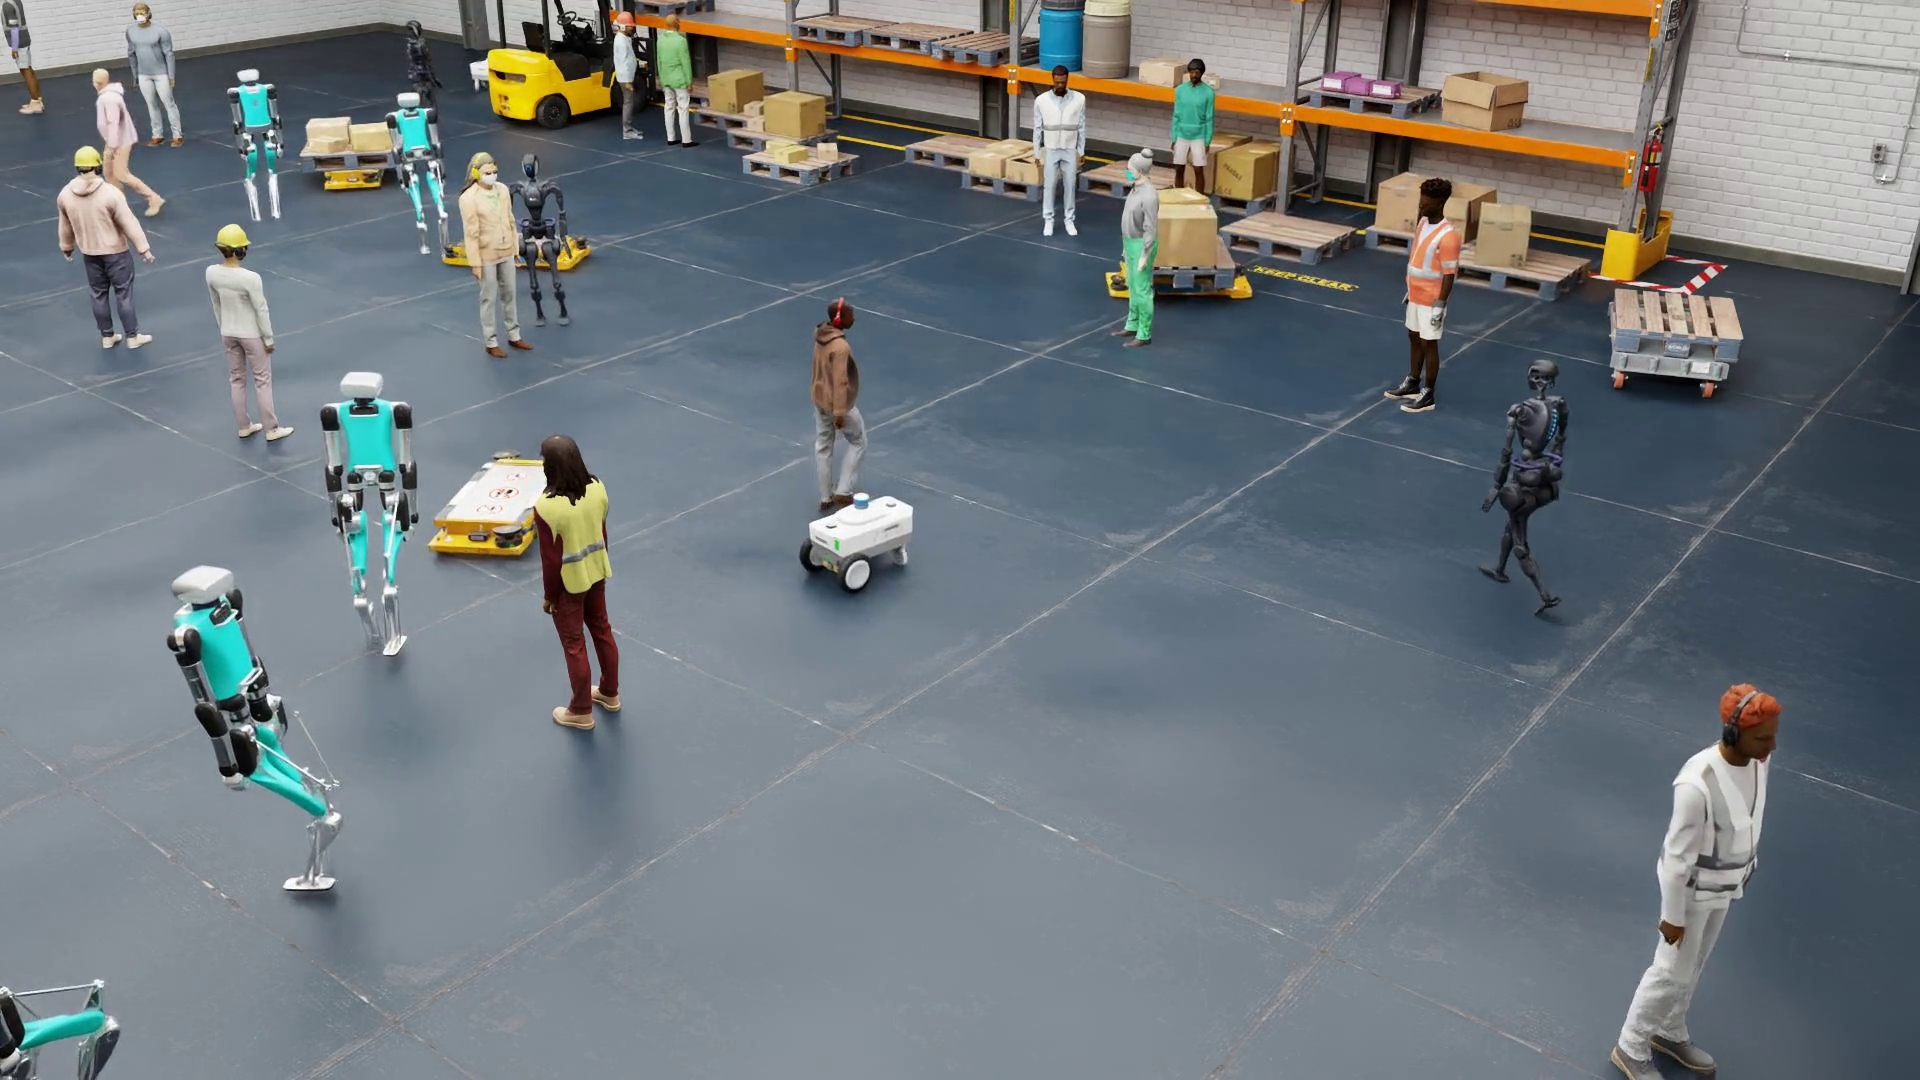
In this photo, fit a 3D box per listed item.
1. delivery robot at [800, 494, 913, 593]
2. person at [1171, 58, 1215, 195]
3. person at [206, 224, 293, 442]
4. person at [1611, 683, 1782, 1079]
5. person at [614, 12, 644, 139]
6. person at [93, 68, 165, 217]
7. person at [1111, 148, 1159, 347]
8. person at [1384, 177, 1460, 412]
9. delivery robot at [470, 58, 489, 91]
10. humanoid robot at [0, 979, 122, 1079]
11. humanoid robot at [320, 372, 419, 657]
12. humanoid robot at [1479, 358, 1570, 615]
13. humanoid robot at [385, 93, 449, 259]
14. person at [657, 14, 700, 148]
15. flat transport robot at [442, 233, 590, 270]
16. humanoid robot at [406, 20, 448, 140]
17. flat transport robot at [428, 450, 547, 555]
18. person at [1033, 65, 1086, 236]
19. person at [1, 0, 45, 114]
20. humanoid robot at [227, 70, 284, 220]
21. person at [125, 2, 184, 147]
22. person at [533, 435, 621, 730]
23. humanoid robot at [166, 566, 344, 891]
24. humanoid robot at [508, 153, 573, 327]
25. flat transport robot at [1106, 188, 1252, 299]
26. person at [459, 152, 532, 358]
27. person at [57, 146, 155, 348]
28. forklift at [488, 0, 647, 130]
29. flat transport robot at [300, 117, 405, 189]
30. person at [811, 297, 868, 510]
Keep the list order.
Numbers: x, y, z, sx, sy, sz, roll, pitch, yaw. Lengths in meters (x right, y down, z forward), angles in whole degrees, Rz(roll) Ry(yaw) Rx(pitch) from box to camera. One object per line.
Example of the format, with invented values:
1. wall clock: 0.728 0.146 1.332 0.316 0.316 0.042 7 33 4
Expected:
1. delivery robot: -0.689 -0.018 11.280 0.767 0.595 0.517 -21 33 -37
2. person: 2.734 -4.725 19.549 0.501 1.843 0.400 11 28 21
3. person: -5.686 -1.644 13.263 0.520 1.759 0.326 8 27 16
4. person: 3.032 1.419 6.782 0.575 1.883 0.355 -20 32 -35
5. person: -4.672 -6.537 23.420 0.350 1.737 0.572 -4 26 -9
6. person: -9.831 -4.630 19.452 0.629 1.756 0.560 -16 30 -30
7. person: 1.645 -2.705 15.355 0.341 1.851 0.511 -6 26 -11
8. person: 3.878 -2.040 13.846 0.361 1.963 0.612 -4 26 -9
9. delivery robot: -7.500 -7.525 26.810 0.752 0.580 0.503 10 27 19
10. humanoid robot: -3.633 1.746 6.283 0.546 1.761 0.927 14 29 26
11. humanoid robot: -3.539 -0.049 10.035 0.554 1.793 0.869 -5 26 -9
12. humanoid robot: 3.729 -0.354 10.759 0.609 1.645 0.799 -14 29 -26
13. humanoid robot: -5.760 -3.856 17.892 0.547 1.782 0.868 -12 28 -23
14. person: -3.904 -6.319 22.916 0.550 1.781 0.384 15 30 28
15. flat transport robot: -4.821 -3.142 18.077 1.431 0.231 0.659 4 26 8
16. humanoid robot: -7.552 -6.445 23.313 0.543 1.644 0.604 6 26 11
17. flat transport robot: -3.296 -0.277 12.145 0.659 0.231 1.431 3 26 6
18. person: 1.121 -4.406 18.818 0.596 1.907 0.410 -3 26 -6
19. person: -14.150 -7.452 24.963 0.366 2.048 0.606 -8 27 -16
20. humanoid robot: -8.218 -4.604 19.458 0.530 1.811 0.667 -17 31 -31
21. person: -11.093 -6.395 22.896 0.628 1.940 0.373 1 26 2
22. person: -2.148 0.240 9.351 0.378 1.769 0.468 16 30 30
23. humanoid robot: -3.205 1.003 7.920 0.769 1.868 0.543 1 26 2
24. humanoid robot: -4.024 -2.860 15.866 0.609 1.647 0.344 -4 26 -8
25. flat transport robot: 2.244 -2.668 17.097 1.431 0.231 0.659 0 26 1
26. person: -4.248 -2.588 15.101 0.393 1.868 0.564 17 31 31
27. person: -7.852 -2.659 15.254 0.810 1.858 0.438 1 26 1
28. forklift: -5.874 -7.334 24.552 1.214 2.155 2.313 19 32 34
29. flat transport robot: -7.777 -4.784 21.479 0.659 0.231 1.431 -5 26 -11
30. person: -0.868 -0.977 12.023 0.420 1.633 0.428 -23 34 -39
